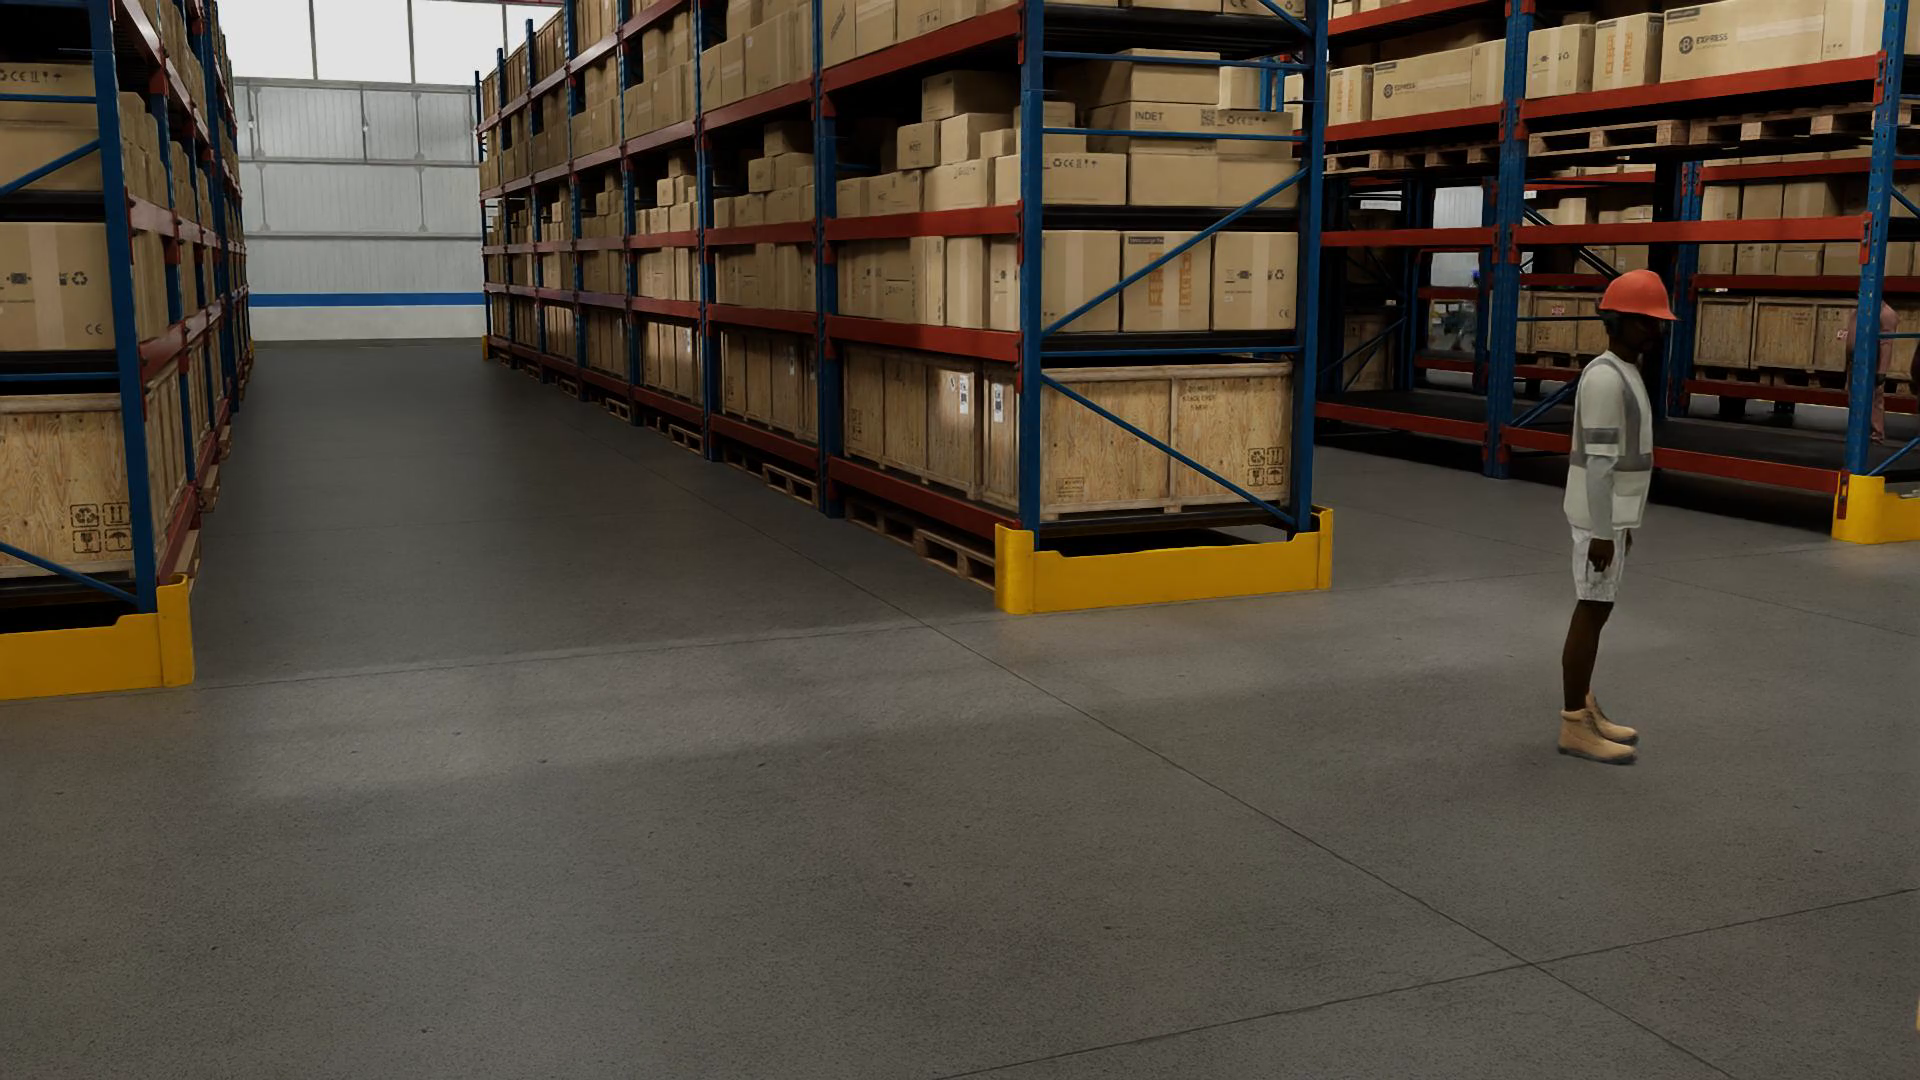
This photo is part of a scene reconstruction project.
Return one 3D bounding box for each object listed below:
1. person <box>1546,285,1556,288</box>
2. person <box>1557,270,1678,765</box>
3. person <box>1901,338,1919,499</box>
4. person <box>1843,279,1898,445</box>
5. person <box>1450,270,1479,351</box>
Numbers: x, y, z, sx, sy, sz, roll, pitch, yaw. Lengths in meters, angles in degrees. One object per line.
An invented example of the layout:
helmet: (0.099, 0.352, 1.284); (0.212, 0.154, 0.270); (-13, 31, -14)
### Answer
person: (10.323, -3.768, 29.293); (0.558, 1.916, 0.476); (-5, 10, -25)
person: (2.744, -0.100, 6.974); (0.395, 2.040, 0.609); (5, 11, 27)
person: (8.496, -1.288, 14.504); (0.399, 1.905, 0.642); (9, 13, 44)
person: (9.805, -1.871, 18.024); (0.395, 1.899, 0.642); (-2, 10, -9)
person: (11.921, -5.312, 38.647); (1.018, 1.901, 0.601); (2, 10, 11)
